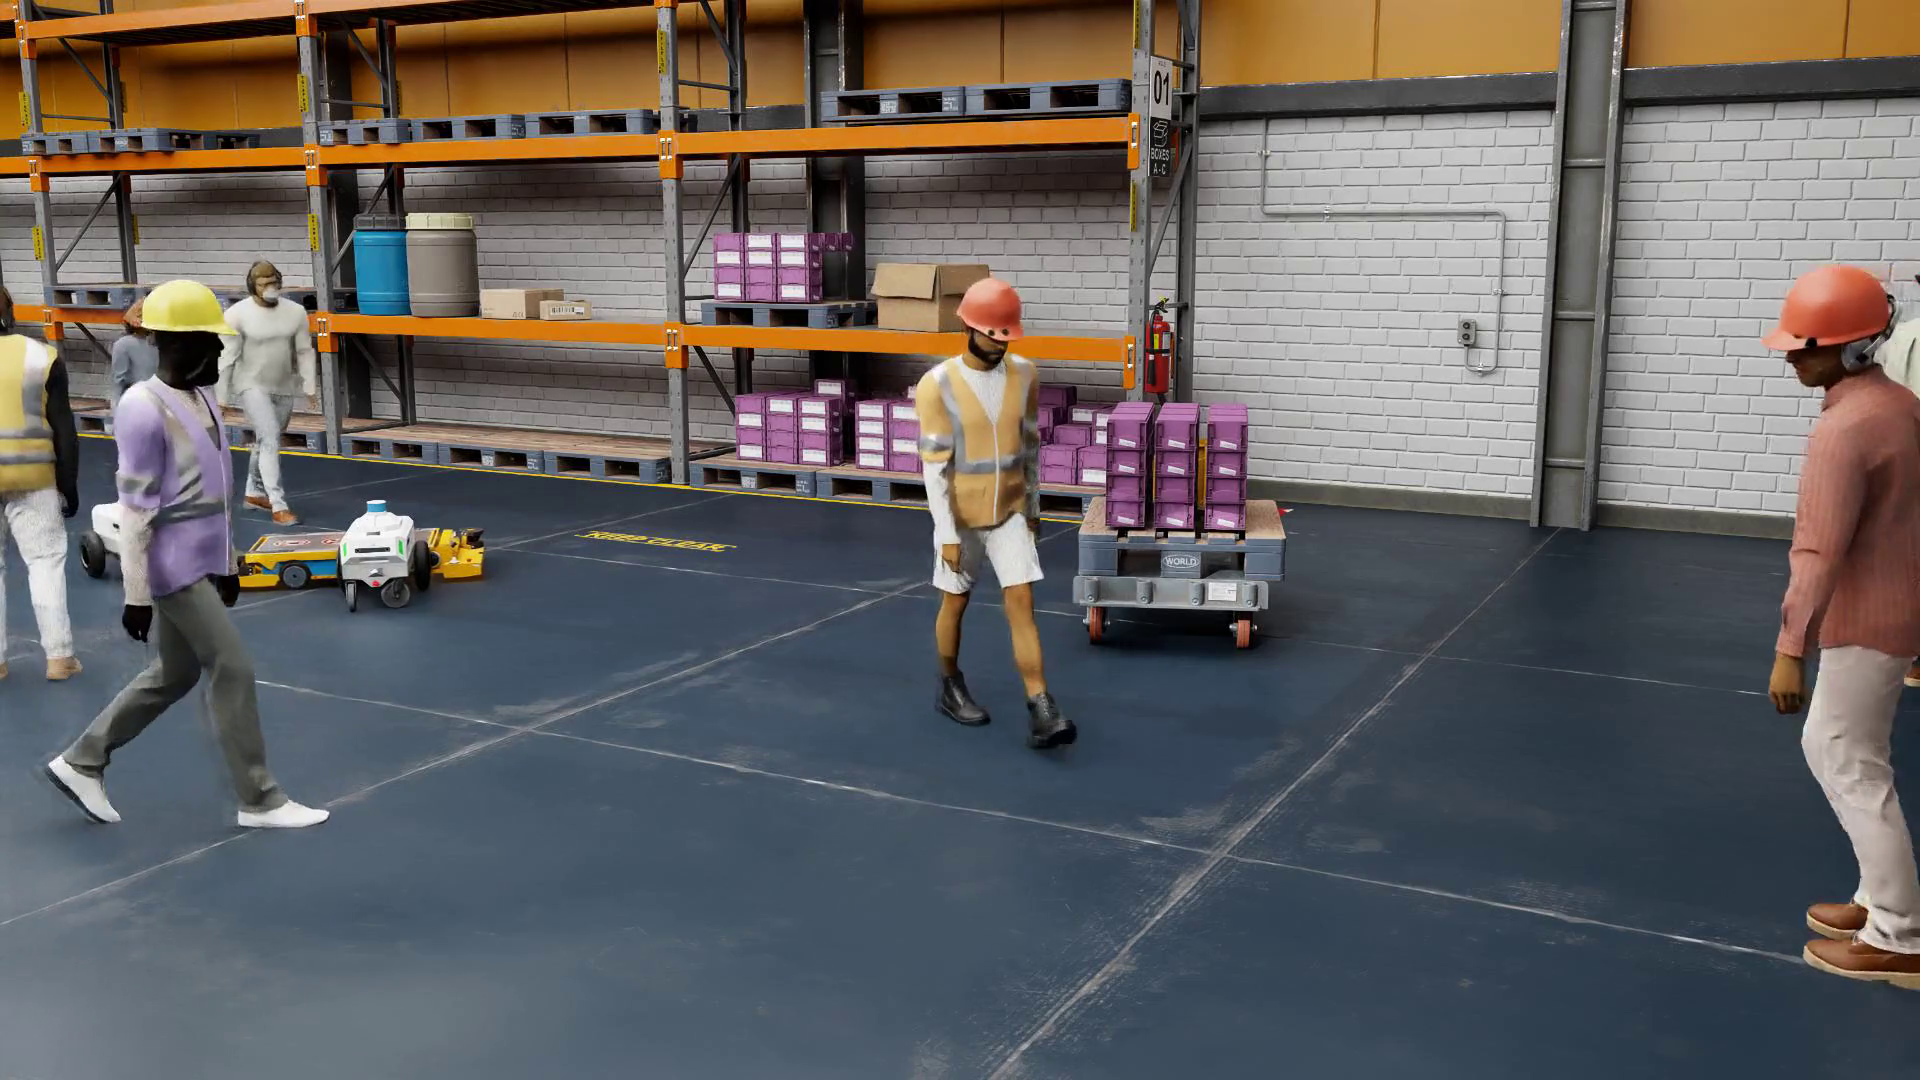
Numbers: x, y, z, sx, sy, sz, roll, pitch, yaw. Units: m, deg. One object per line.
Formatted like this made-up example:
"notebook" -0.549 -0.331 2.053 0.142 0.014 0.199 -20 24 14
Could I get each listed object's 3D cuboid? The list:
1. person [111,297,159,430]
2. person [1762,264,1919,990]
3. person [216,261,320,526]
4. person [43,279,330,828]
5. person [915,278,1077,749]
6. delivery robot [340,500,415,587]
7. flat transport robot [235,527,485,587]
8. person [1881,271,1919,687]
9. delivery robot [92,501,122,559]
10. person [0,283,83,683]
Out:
"person" -5.485 -0.839 11.335 0.473 1.616 0.515 2 11 13
"person" 2.423 0.242 4.489 0.576 1.947 0.638 8 13 39
"person" -5.011 -1.060 11.912 0.955 1.876 0.652 7 12 32
"person" -2.687 0.071 5.611 0.903 1.895 0.597 -1 10 -6
"person" 0.132 -0.093 6.569 0.606 1.862 1.020 -5 11 -24
"delivery robot" -3.238 0.023 9.266 0.477 0.478 0.707 -2 11 -14
"flat transport robot" -3.589 0.092 9.922 1.431 0.197 0.652 -3 11 -14
"person" 4.403 -0.338 7.549 0.393 1.995 0.612 -1 10 -8
"delivery robot" -4.854 -0.084 9.852 0.477 0.478 0.707 -10 15 -44
"person" -4.337 -0.259 7.546 0.635 1.841 0.429 -5 11 -24
